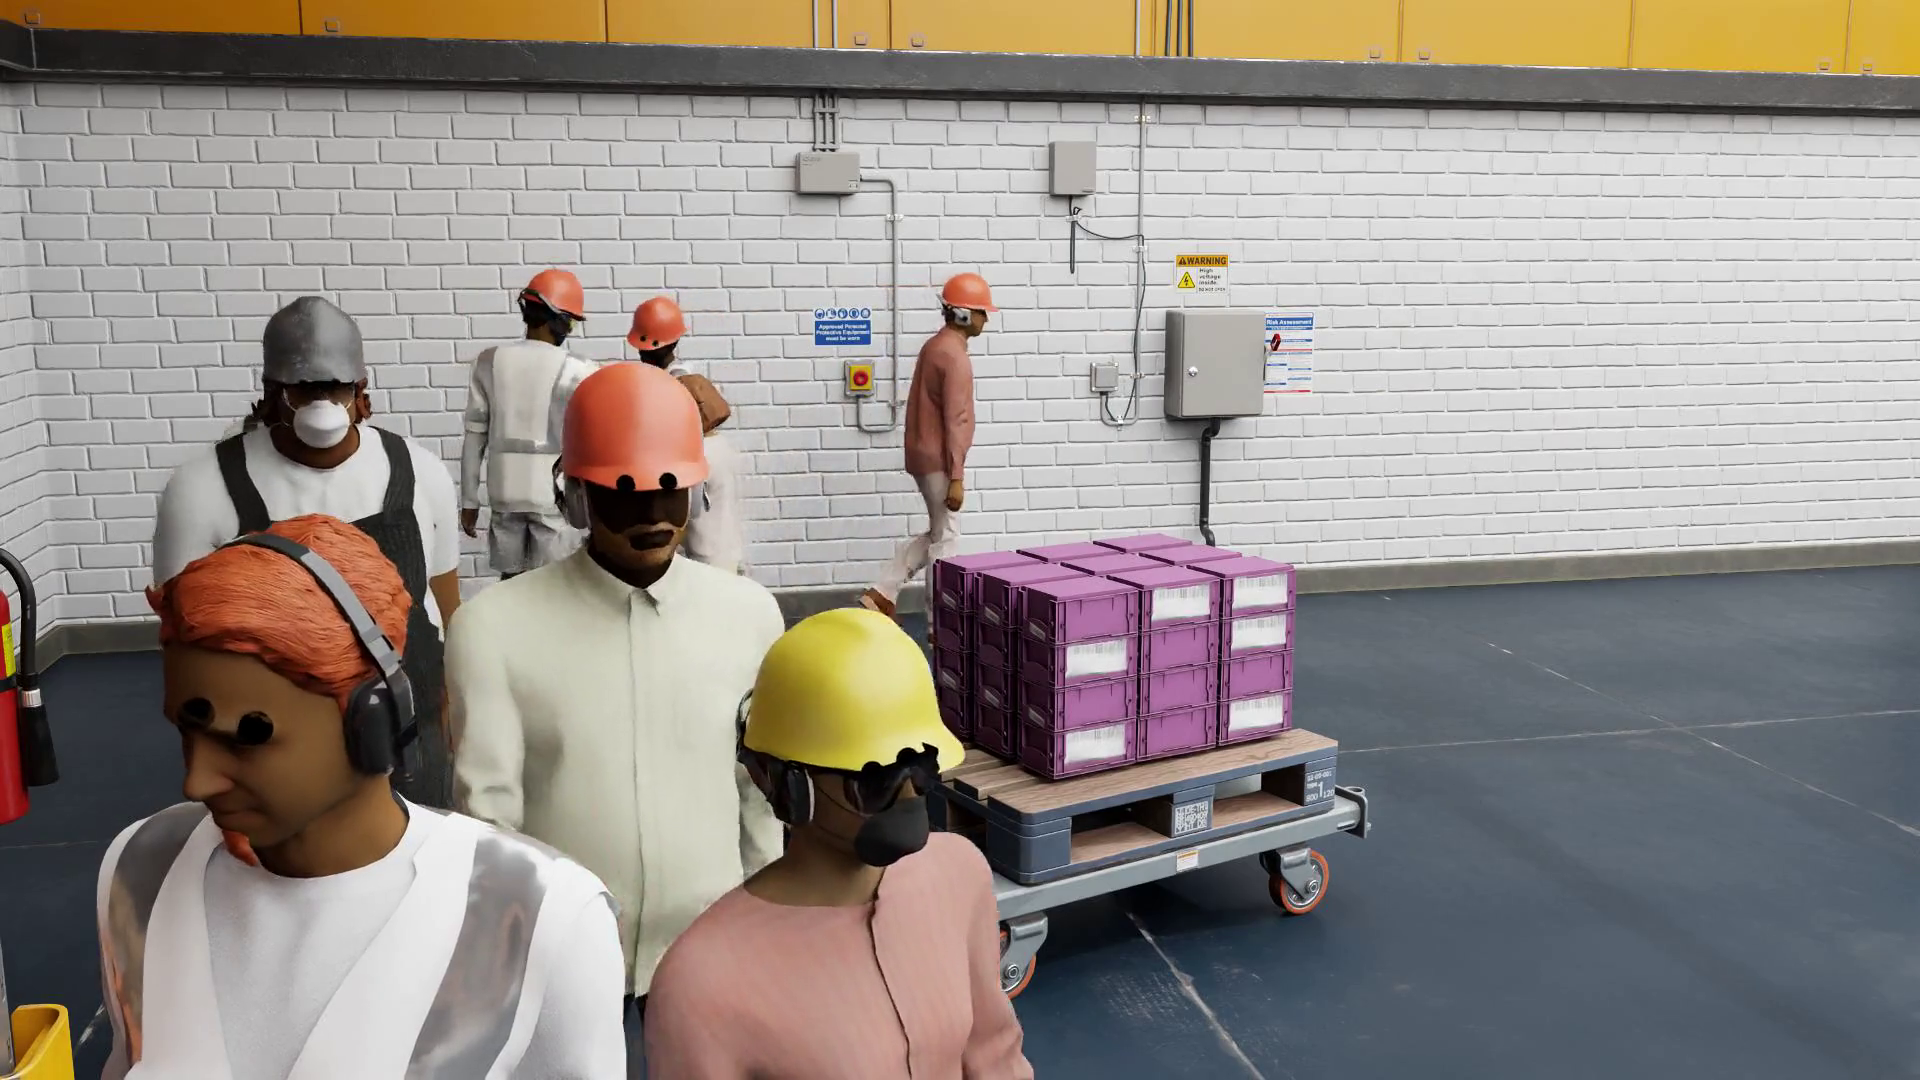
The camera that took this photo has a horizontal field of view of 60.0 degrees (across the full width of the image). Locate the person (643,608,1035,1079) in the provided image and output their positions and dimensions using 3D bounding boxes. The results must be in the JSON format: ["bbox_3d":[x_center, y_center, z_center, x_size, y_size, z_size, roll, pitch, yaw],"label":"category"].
[{"bbox_3d":[-0.143,0.916,2.046,0.907,1.725,0.531,8,13,37],"label":"person"}]

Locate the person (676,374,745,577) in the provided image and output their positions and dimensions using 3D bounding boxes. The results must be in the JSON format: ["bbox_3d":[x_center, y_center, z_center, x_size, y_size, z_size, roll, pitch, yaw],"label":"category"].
[{"bbox_3d":[-1.113,0.107,6.912,0.873,1.578,0.507,0,10,2],"label":"person"}]

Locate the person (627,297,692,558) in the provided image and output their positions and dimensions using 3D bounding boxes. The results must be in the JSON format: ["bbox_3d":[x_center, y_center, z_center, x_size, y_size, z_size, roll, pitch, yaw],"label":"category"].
[{"bbox_3d":[-1.437,-0.215,7.914,0.692,1.866,0.627,-2,10,-12],"label":"person"}]

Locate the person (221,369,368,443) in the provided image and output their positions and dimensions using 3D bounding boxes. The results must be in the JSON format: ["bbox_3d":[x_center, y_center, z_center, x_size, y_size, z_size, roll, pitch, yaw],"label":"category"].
[{"bbox_3d":[-2.278,0.186,5.814,0.529,1.820,0.602,-3,11,-17],"label":"person"}]

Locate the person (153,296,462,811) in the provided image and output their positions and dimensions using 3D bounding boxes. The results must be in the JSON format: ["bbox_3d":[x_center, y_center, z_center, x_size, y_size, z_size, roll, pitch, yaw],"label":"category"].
[{"bbox_3d":[-1.484,0.416,3.928,0.705,2.000,0.960,-5,11,-26],"label":"person"}]

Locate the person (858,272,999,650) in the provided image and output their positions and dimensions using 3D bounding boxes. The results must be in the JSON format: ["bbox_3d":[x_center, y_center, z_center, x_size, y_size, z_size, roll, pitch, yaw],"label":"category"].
[{"bbox_3d":[-0.122,-0.385,8.559,0.615,1.968,0.632,-2,10,-12],"label":"person"}]

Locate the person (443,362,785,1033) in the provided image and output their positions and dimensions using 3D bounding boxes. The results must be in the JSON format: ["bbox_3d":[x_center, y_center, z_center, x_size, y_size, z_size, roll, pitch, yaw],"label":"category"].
[{"bbox_3d":[-0.590,0.655,2.895,0.600,1.957,1.018,-5,11,-24],"label":"person"}]

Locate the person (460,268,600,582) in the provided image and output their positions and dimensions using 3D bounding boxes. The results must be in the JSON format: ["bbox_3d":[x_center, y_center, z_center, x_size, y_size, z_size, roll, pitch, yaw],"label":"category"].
[{"bbox_3d":[-1.876,-0.181,7.334,0.679,2.005,0.526,2,10,10],"label":"person"}]

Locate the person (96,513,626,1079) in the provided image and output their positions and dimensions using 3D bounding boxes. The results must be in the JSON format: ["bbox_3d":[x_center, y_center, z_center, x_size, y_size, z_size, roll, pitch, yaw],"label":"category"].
[{"bbox_3d":[-0.601,0.902,1.662,0.573,1.887,0.354,2,10,13],"label":"person"}]
